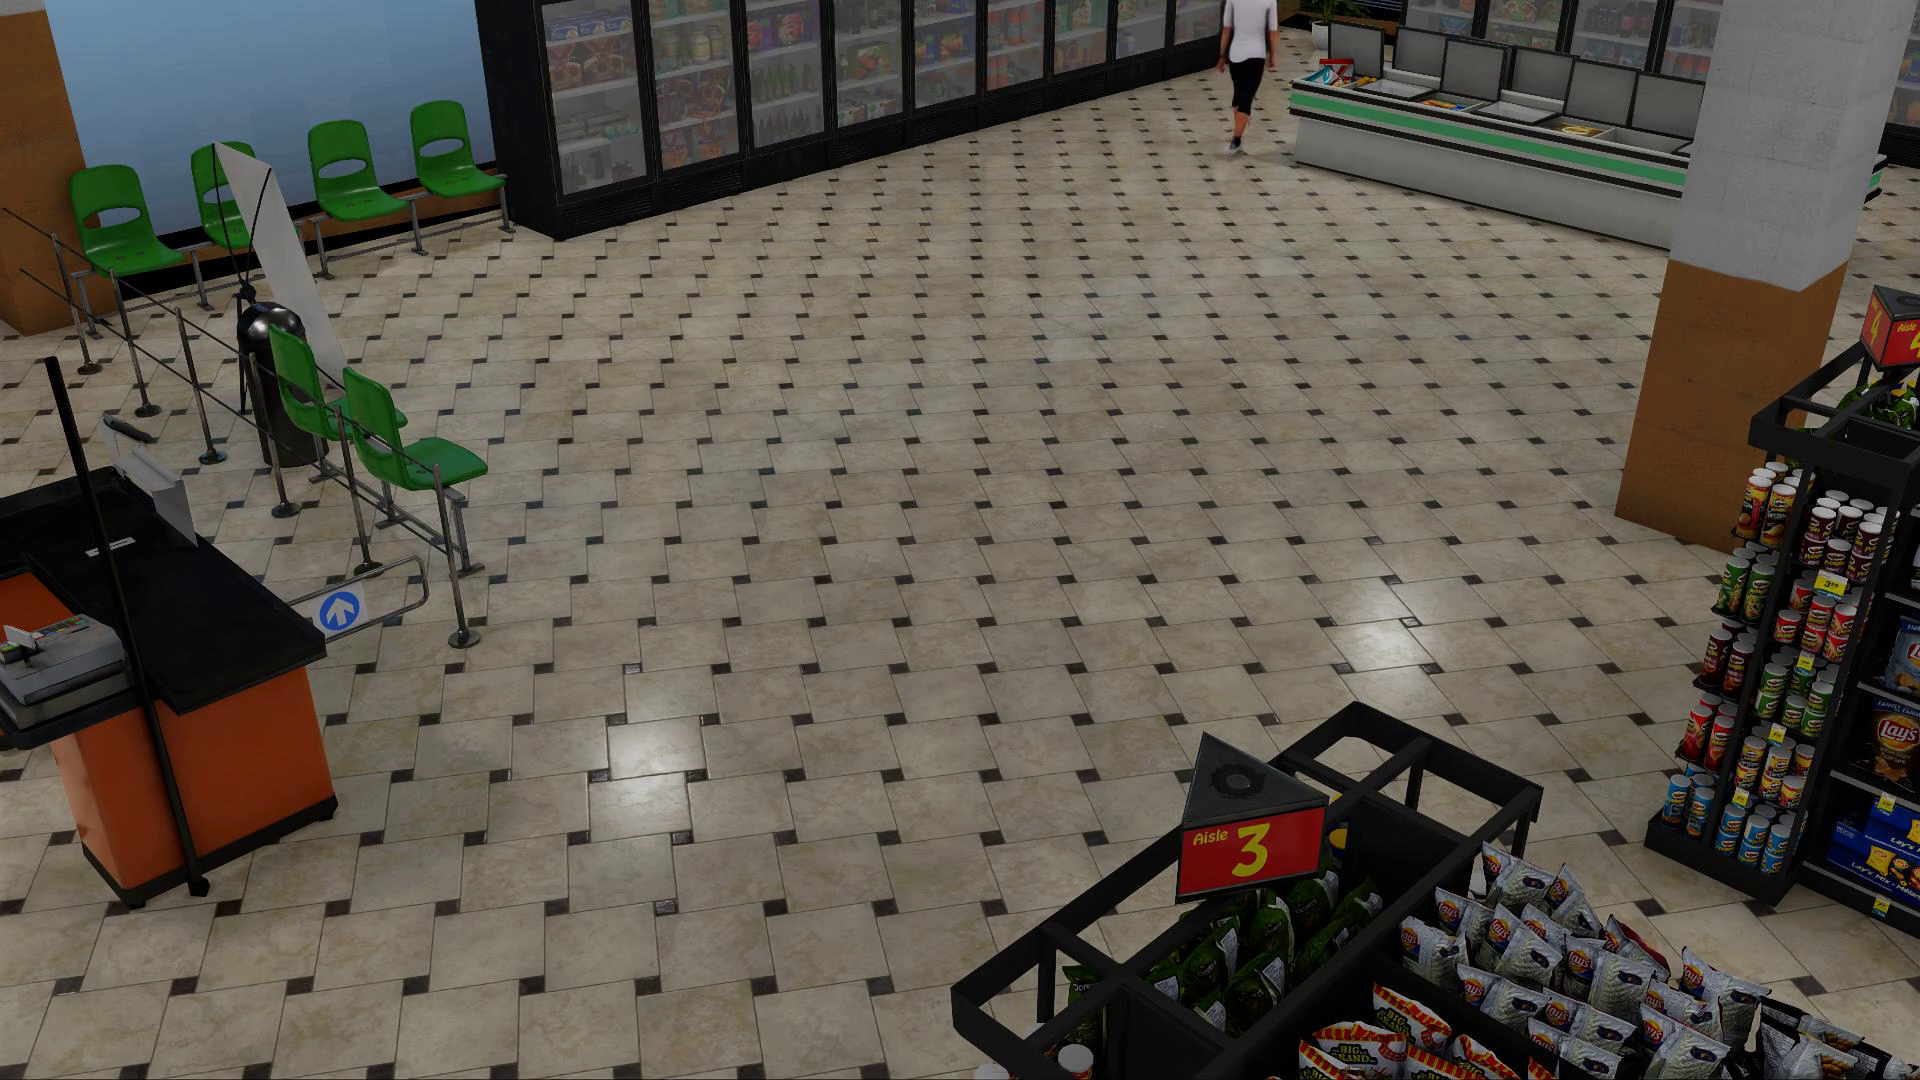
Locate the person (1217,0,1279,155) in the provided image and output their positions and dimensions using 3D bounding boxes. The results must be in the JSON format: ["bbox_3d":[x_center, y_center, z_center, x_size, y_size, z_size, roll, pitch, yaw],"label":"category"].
[{"bbox_3d":[2.753,-4.609,16.000,1.246,1.805,1.068,11,30,19],"label":"person"}]
